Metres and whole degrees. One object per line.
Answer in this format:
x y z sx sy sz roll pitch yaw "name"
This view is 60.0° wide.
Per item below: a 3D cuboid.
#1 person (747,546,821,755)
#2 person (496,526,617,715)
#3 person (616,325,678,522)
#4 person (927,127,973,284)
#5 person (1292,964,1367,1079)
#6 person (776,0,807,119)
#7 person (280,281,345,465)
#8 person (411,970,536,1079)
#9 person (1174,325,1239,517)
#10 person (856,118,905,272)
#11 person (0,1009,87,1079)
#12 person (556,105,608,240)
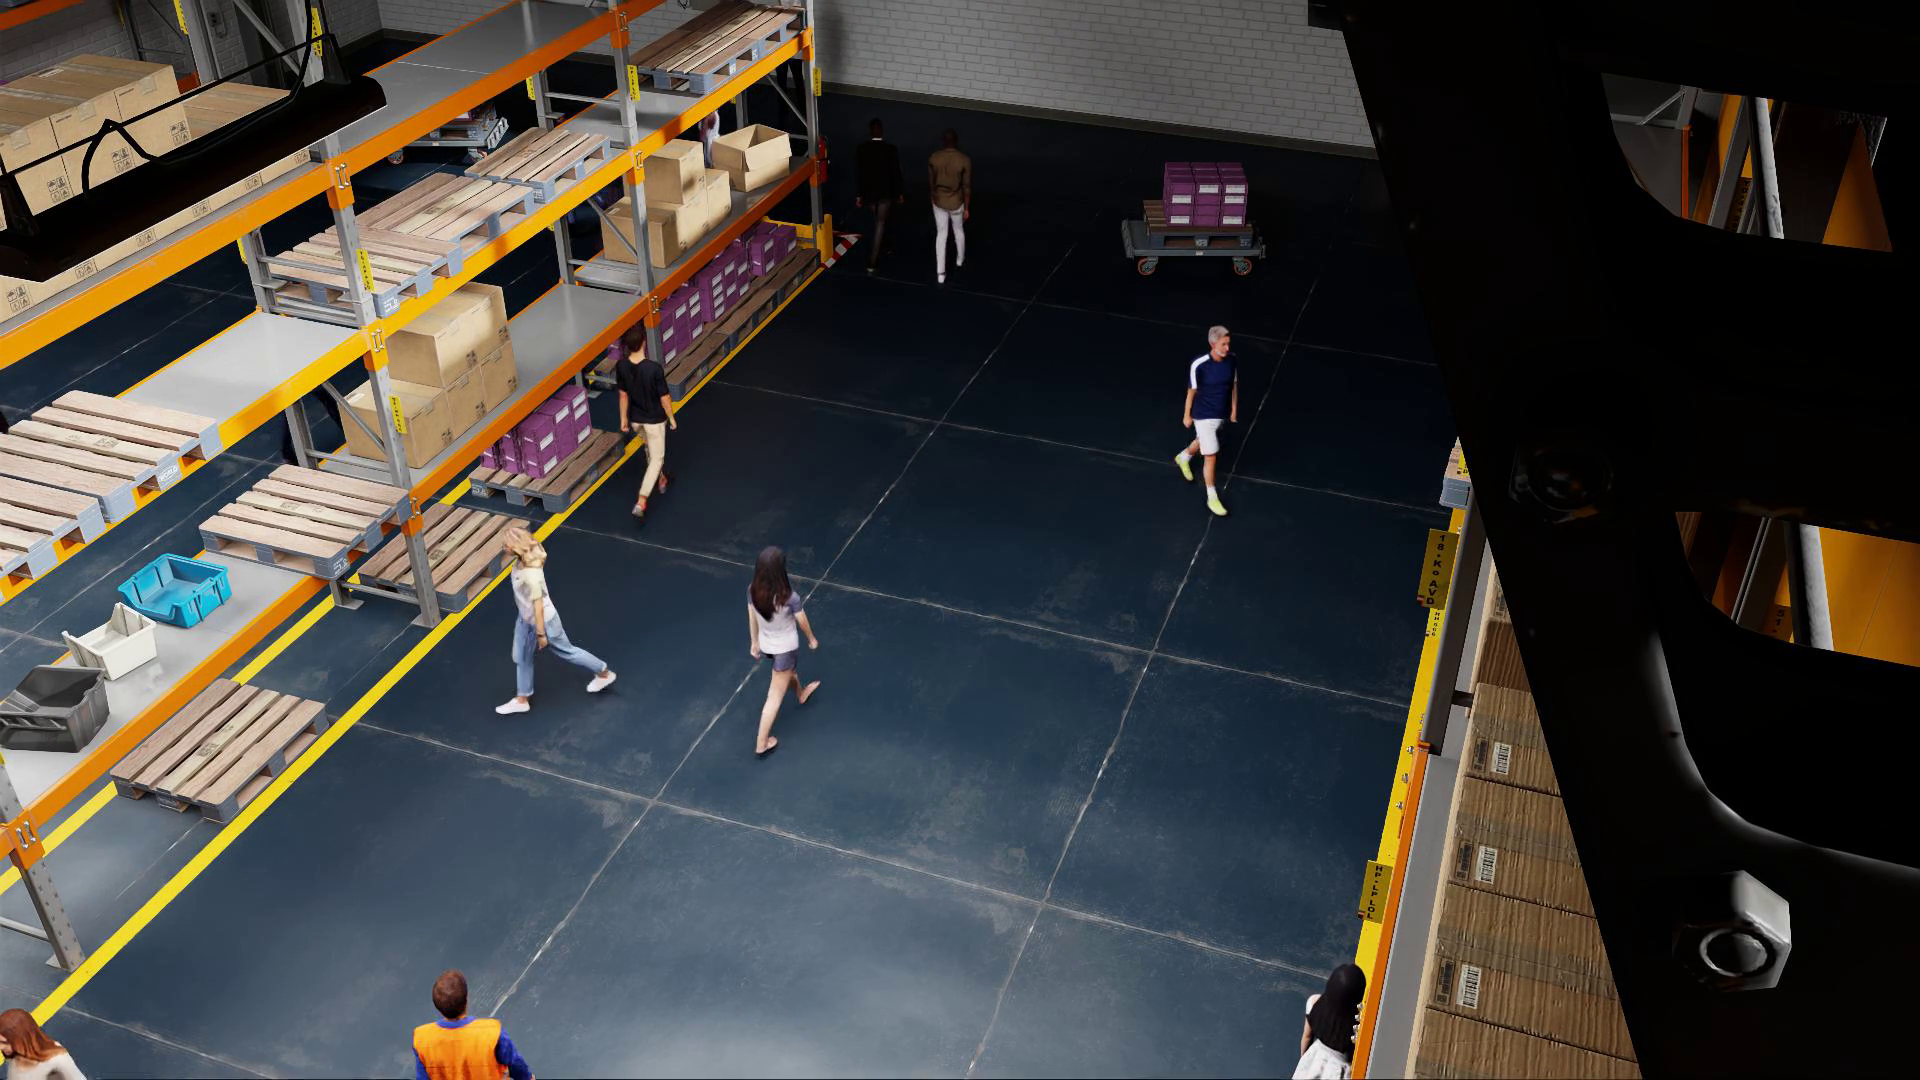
-1.387 0.847 12.357 0.759 1.650 1.171 19 38 26 "person"
-3.096 0.608 12.694 1.227 1.676 1.182 -13 36 -19 "person"
-2.849 -1.039 15.037 0.647 1.826 1.151 11 35 16 "person"
-0.155 -3.847 19.298 0.885 1.786 1.201 5 34 7 "person"
2.010 2.974 9.050 0.783 1.769 0.768 -28 43 -35 "person"
-2.494 -7.046 24.062 0.805 1.840 0.817 -9 35 -14 "person"
-6.357 -1.556 15.836 0.883 1.802 1.260 20 38 27 "person"
-2.573 3.083 8.847 0.979 1.813 1.329 0 34 0 "person"
2.246 -1.186 15.284 1.171 1.797 1.199 -18 37 -24 "person"
-0.972 -4.016 19.581 0.846 1.752 1.214 6 34 9 "person"
-4.781 3.039 9.017 0.614 1.697 0.602 14 36 21 "person"
-4.640 -4.504 20.391 1.018 1.669 1.043 -10 35 -14 "person"
